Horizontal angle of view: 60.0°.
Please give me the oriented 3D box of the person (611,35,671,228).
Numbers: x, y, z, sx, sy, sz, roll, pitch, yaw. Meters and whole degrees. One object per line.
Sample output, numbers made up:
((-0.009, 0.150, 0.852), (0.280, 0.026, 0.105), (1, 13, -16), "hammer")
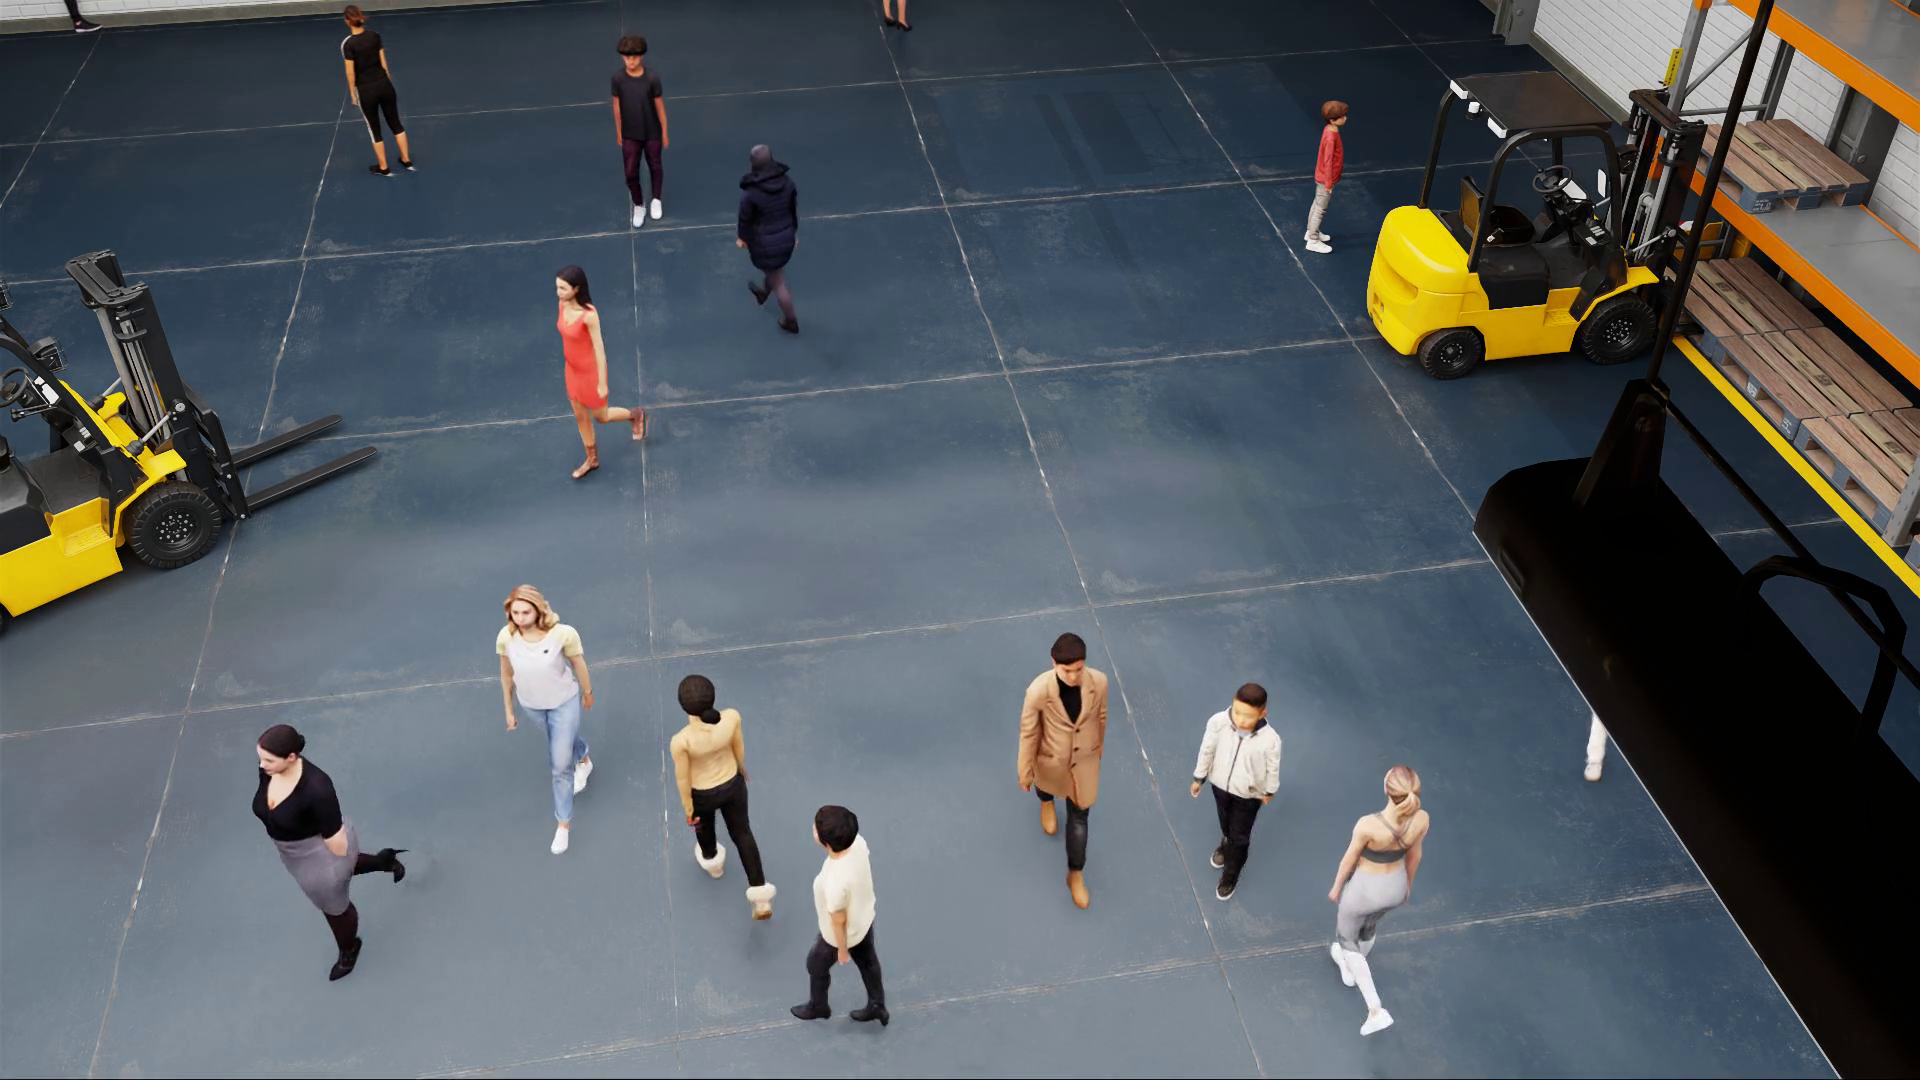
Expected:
((-2.953, -3.847, 15.426), (0.651, 1.771, 0.668), (-4, 39, -5), "person")

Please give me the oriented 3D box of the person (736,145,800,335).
((-1.517, -2.451, 13.784), (0.982, 1.638, 1.125), (-30, 47, -32), "person")

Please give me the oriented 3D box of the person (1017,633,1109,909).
((0.560, 1.130, 9.265), (0.678, 1.682, 1.110), (-5, 39, -7), "person")

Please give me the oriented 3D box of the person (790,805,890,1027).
((-0.499, 1.944, 8.336), (0.843, 1.571, 0.813), (12, 40, 14), "person")

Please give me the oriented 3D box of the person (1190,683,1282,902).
((1.575, 1.292, 9.260), (0.774, 1.436, 0.835), (23, 44, 26), "person")

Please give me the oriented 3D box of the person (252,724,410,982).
((-3.286, 1.549, 8.694), (0.999, 1.741, 1.049), (25, 45, 27), "person")

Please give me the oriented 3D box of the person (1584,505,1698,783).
((4.137, 0.510, 9.952), (1.106, 1.795, 1.303), (16, 41, 19), "person")

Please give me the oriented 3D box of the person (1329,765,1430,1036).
((2.116, 1.827, 8.389), (0.596, 1.687, 0.937), (-8, 39, -10), "person")

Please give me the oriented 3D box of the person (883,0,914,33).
((-0.740, -6.676, 19.046), (0.591, 1.675, 0.674), (29, 47, 31), "person")

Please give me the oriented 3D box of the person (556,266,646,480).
((-2.684, -1.266, 12.249), (0.966, 1.702, 1.007), (27, 46, 30), "person")

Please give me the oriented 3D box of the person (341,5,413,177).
((-5.699, -4.380, 16.180), (0.674, 1.663, 0.703), (-31, 48, -33), "person")

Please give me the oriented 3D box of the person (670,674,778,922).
((-1.276, 1.392, 8.974), (0.786, 1.637, 1.116), (-18, 42, -21), "person")

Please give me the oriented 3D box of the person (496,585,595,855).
((-2.343, 0.875, 9.585), (0.790, 1.681, 1.136), (1, 39, 1), "person")

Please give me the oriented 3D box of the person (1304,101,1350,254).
((3.304, -3.300, 15.026), (0.637, 1.417, 0.508), (5, 39, 6), "person")
